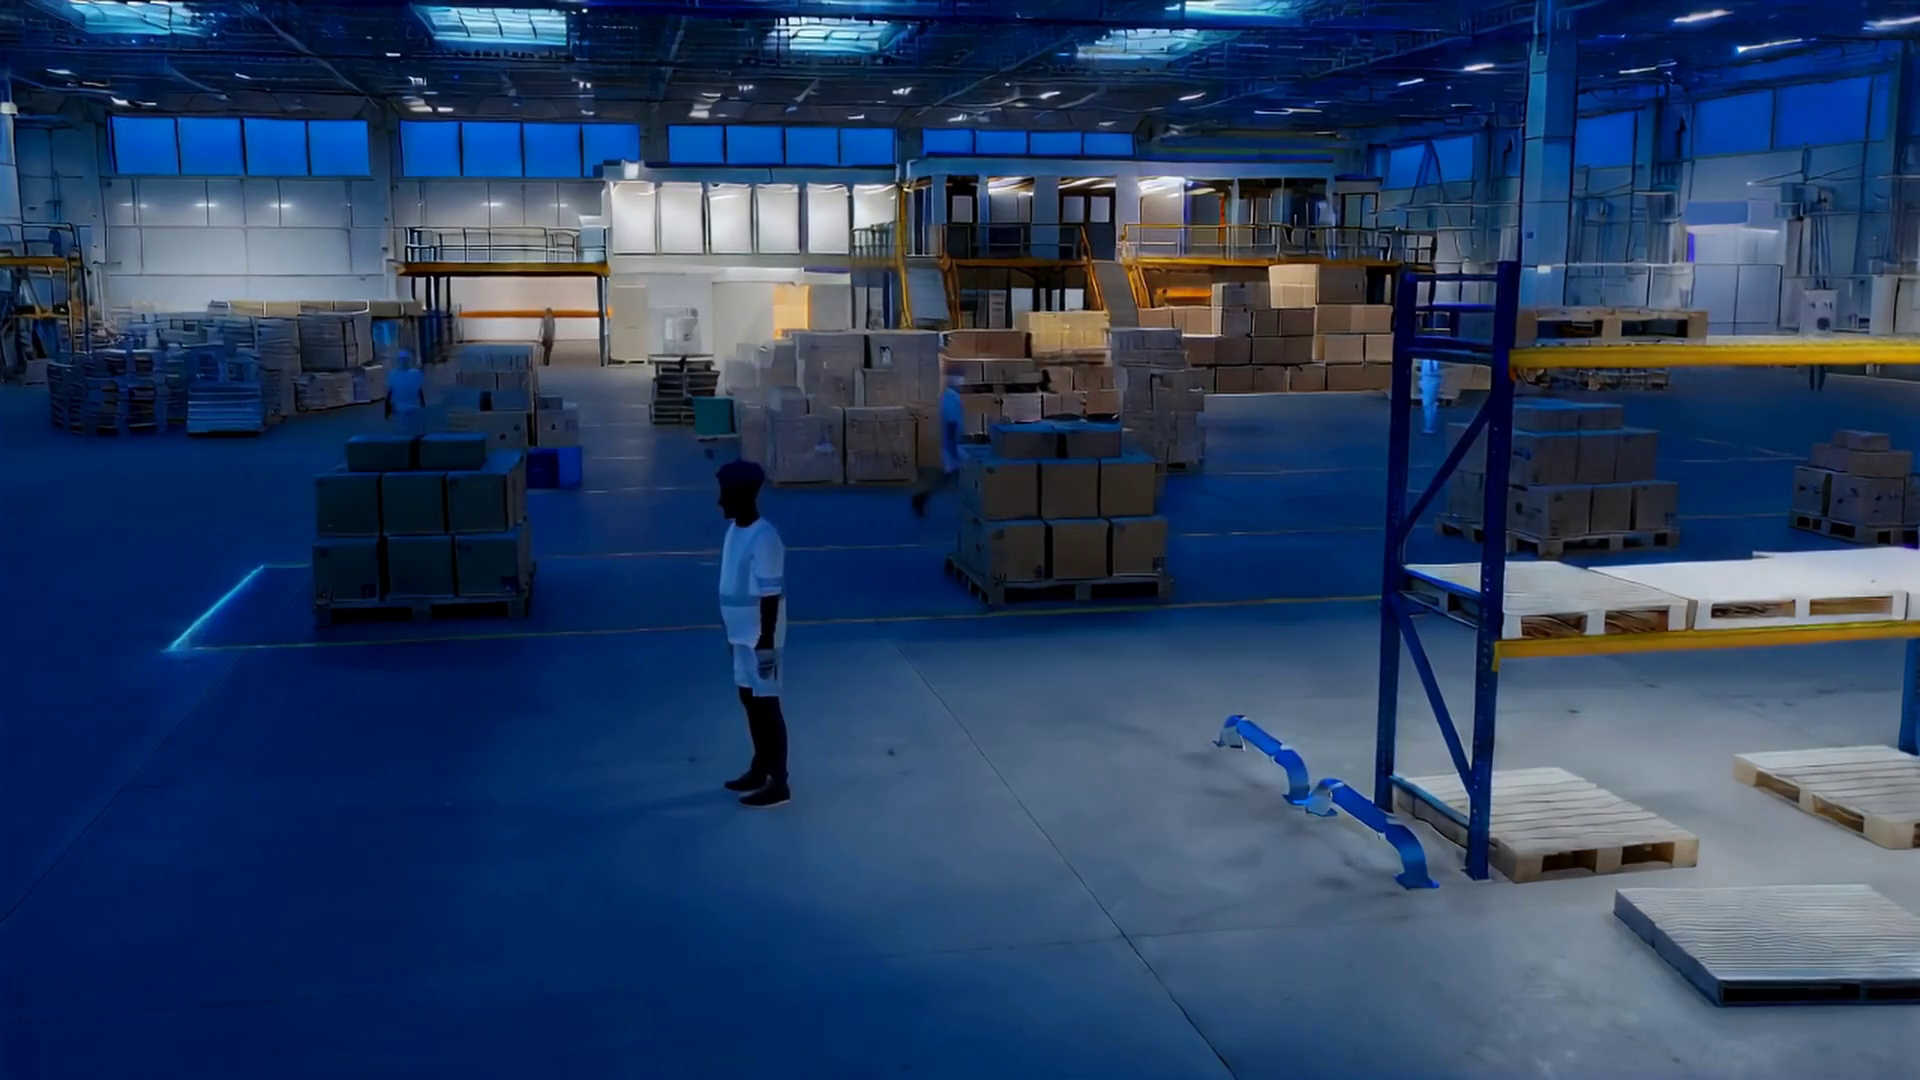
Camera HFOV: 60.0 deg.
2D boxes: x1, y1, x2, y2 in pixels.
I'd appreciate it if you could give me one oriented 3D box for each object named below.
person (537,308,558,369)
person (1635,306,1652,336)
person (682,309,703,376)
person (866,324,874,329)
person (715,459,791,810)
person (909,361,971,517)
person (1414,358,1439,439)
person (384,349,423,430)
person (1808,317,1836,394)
[{"bbox_3d":[-12.106,-5.906,48.891,0.599,1.802,0.635,-8,12,-39],"label":"person"},{"bbox_3d":[20.716,-6.206,50.674,0.631,1.824,0.570,-1,9,-8],"label":"person"},{"bbox_3d":[-7.345,-5.356,45.356,0.714,1.880,0.394,6,11,31],"label":"person"},{"bbox_3d":[-2.126,-4.137,38.431,0.508,1.695,0.746,3,10,19],"label":"person"},{"bbox_3d":[-1.163,0.520,9.282,0.378,1.958,0.606,-4,10,-25],"label":"person"},{"bbox_3d":[-0.149,-1.167,19.691,0.808,1.918,0.548,2,9,11],"label":"person"},{"bbox_3d":[8.228,-2.722,29.243,0.337,1.882,0.584,6,11,35],"label":"person"},{"bbox_3d":[-8.306,-1.958,24.869,0.548,1.811,1.033,0,9,-3],"label":"person"},{"bbox_3d":[20.397,-4.358,39.402,0.651,1.817,0.791,4,10,22],"label":"person"}]
